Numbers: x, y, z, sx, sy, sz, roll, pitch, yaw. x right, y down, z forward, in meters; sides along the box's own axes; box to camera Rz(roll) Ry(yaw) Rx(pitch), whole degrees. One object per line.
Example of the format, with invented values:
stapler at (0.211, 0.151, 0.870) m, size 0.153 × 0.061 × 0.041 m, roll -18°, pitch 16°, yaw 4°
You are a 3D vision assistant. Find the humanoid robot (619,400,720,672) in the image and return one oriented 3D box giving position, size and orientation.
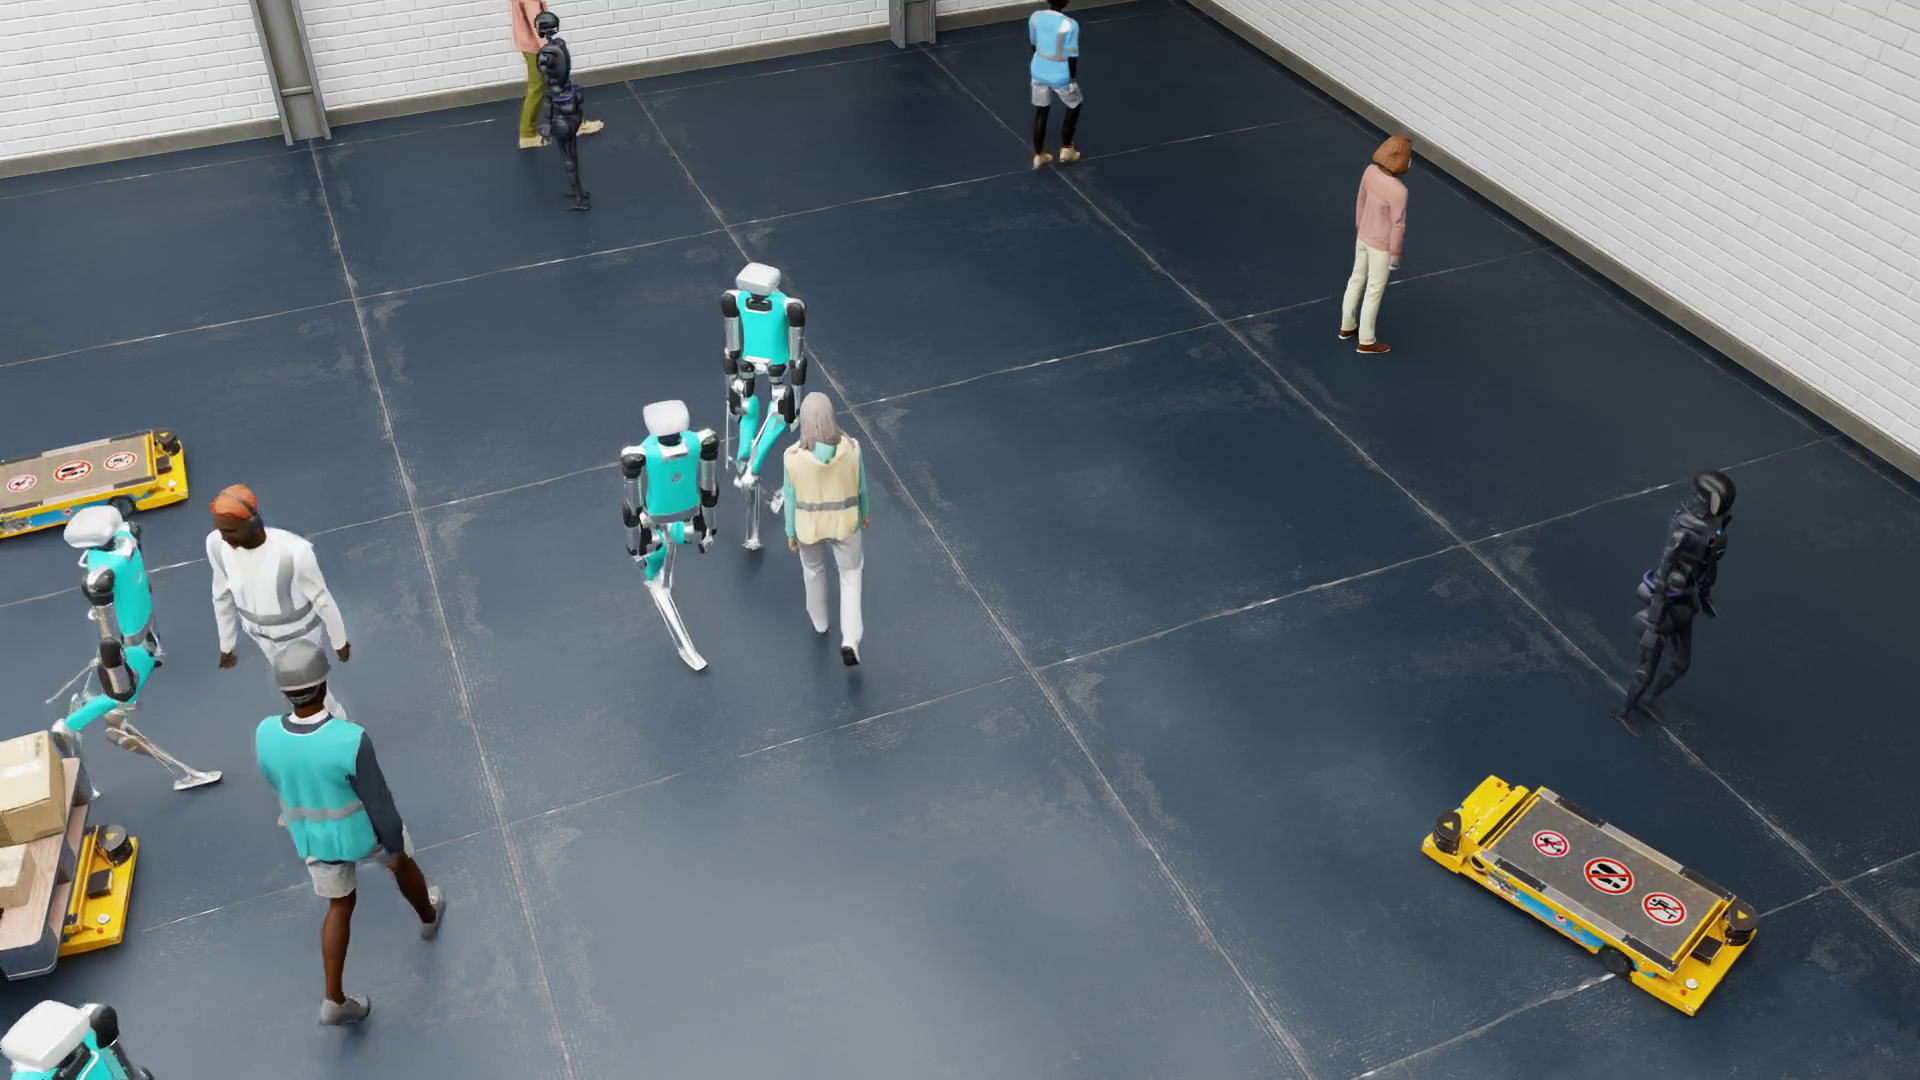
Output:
humanoid robot at (-1.691, -0.167, 9.318) m, size 0.551 × 1.758 × 1.000 m, roll -17°, pitch 41°, yaw -21°

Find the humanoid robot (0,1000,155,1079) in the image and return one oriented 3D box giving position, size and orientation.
humanoid robot at (-2.807, 2.362, 6.013) m, size 0.818 × 1.798 × 0.545 m, roll 7°, pitch 38°, yaw 9°

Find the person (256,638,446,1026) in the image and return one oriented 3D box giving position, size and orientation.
person at (-2.708, 1.290, 7.273) m, size 0.546 × 1.886 × 0.872 m, roll 0°, pitch 38°, yaw 0°

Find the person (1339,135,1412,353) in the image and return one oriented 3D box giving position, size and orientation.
person at (2.995, -2.125, 11.917) m, size 0.282 × 1.631 × 0.500 m, roll -13°, pitch 39°, yaw -17°

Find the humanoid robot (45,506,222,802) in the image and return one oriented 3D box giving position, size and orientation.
humanoid robot at (-4.367, 0.650, 8.252) m, size 0.944 × 1.783 × 0.542 m, roll -9°, pitch 38°, yaw -11°

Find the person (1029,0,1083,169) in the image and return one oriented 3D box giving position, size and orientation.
person at (0.865, -4.040, 14.371) m, size 0.550 × 1.679 × 0.570 m, roll 26°, pitch 45°, yaw 30°

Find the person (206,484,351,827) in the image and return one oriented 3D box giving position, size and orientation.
person at (-3.431, 0.553, 8.263) m, size 0.596 × 1.844 × 0.931 m, roll 10°, pitch 39°, yaw 13°

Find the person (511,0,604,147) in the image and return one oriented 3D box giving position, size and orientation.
person at (-3.663, -4.362, 14.691) m, size 0.790 × 1.802 × 0.560 m, roll -11°, pitch 39°, yaw -14°

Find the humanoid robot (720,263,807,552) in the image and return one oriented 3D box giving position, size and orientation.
humanoid robot at (-1.266, -0.682, 9.989) m, size 0.535 × 1.777 × 0.976 m, roll 10°, pitch 39°, yaw 12°

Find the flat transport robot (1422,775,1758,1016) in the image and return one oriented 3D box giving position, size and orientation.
flat transport robot at (3.055, 1.669, 8.102) m, size 1.431 × 0.231 × 0.659 m, roll 31°, pitch 47°, yaw 34°

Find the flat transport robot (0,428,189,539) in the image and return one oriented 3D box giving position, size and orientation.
flat transport robot at (-5.765, -0.330, 10.703) m, size 1.431 × 0.231 × 0.659 m, roll -15°, pitch 40°, yaw -19°

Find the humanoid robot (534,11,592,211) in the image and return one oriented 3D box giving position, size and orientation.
humanoid robot at (-3.285, -3.526, 13.704) m, size 0.340 × 1.657 × 0.593 m, roll 4°, pitch 38°, yaw 5°

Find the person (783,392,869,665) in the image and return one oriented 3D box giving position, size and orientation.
person at (-0.730, -0.055, 9.168) m, size 0.479 × 1.686 × 0.655 m, roll -4°, pitch 38°, yaw -5°

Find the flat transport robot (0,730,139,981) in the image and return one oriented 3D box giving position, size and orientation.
flat transport robot at (-4.755, 1.776, 7.962) m, size 1.431 × 0.231 × 0.659 m, roll -9°, pitch 38°, yaw -11°

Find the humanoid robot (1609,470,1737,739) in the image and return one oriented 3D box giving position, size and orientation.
humanoid robot at (3.735, 0.341, 8.673) m, size 0.601 × 1.653 × 0.328 m, roll -26°, pitch 44°, yaw -29°
